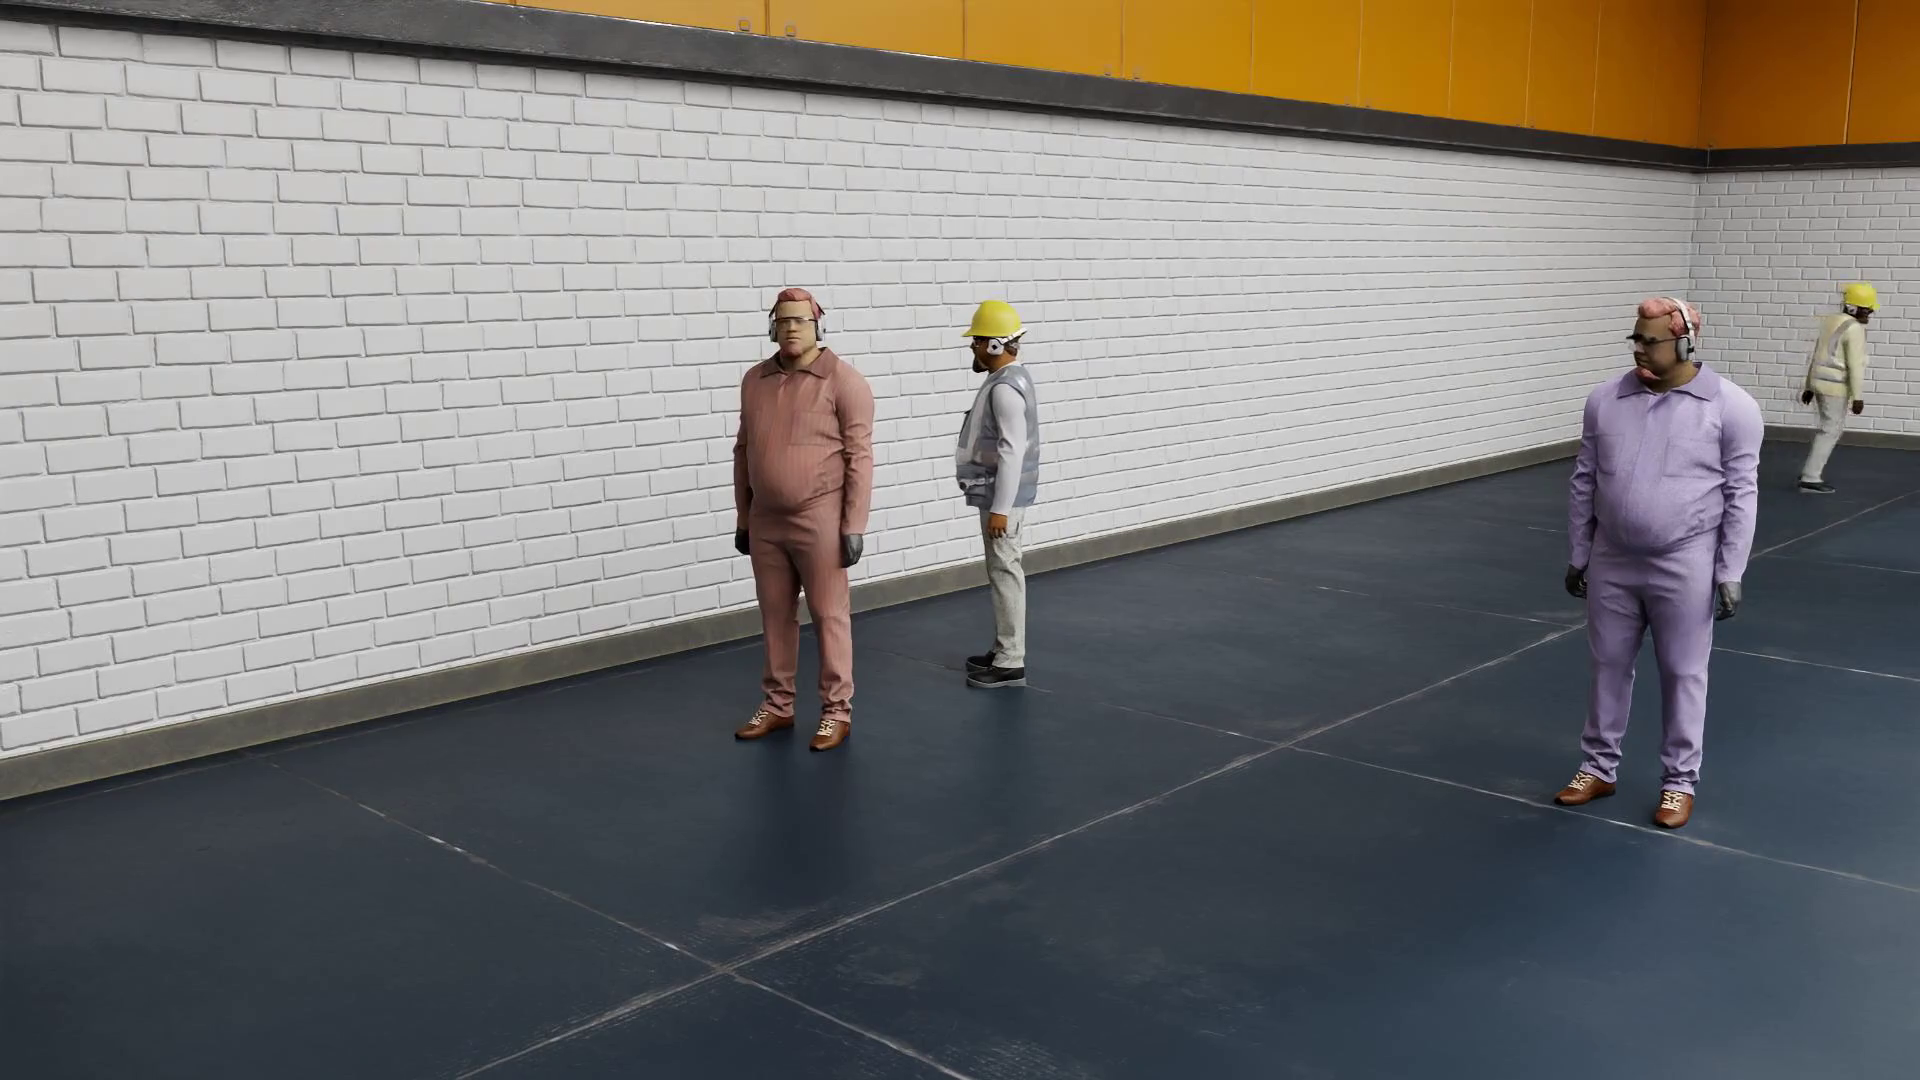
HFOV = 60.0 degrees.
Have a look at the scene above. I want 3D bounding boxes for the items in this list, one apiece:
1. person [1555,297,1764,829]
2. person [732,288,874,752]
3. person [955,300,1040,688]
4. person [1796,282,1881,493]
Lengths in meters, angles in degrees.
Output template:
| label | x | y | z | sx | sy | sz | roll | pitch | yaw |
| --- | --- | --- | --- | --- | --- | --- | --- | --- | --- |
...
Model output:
| label | x | y | z | sx | sy | sz | roll | pitch | yaw |
| --- | --- | --- | --- | --- | --- | --- | --- | --- | --- |
| person | 2.496 | 0.080 | 6.010 | 0.652 | 1.906 | 0.402 | 9 | 14 | 42 |
| person | -0.681 | -0.084 | 6.924 | 0.651 | 1.911 | 0.409 | 5 | 11 | 28 |
| person | 0.177 | -0.218 | 7.912 | 0.404 | 1.830 | 0.602 | 0 | 10 | 2 |
| person | 7.395 | -1.269 | 14.020 | 0.520 | 1.790 | 0.613 | 2 | 10 | 9 |
